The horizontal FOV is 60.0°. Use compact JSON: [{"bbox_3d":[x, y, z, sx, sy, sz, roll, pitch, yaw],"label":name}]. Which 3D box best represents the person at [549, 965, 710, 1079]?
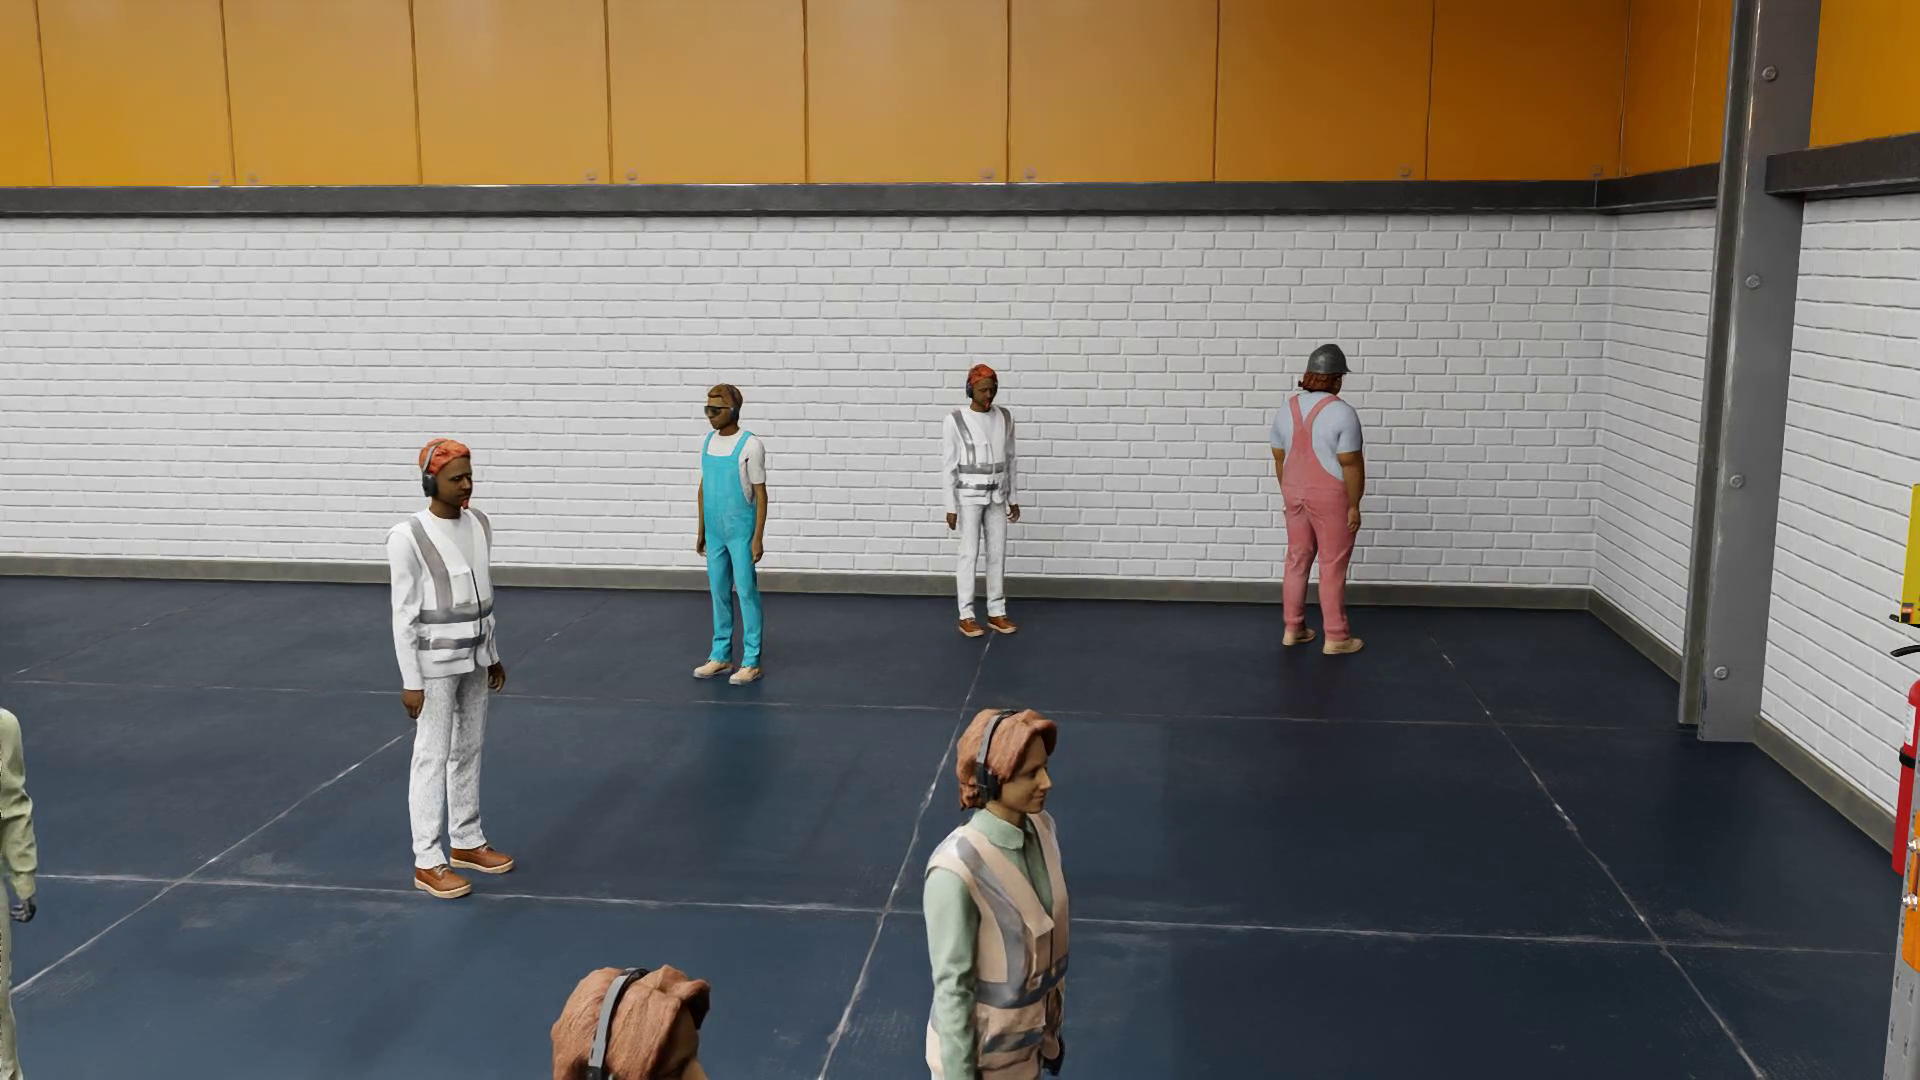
[{"bbox_3d":[-0.474,1.413,2.471,0.308,1.641,0.511,2,10,9],"label":"person"}]

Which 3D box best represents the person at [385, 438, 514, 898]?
[{"bbox_3d":[-2.109,0.517,6.900,0.337,1.882,0.584,4,11,22],"label":"person"}]

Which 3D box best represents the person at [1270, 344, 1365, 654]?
[{"bbox_3d":[2.422,-0.281,11.020,0.535,2.000,0.673,-8,13,-38],"label":"person"}]

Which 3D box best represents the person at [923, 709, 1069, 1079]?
[{"bbox_3d":[0.086,1.180,3.798,0.313,1.642,0.513,5,11,27],"label":"person"}]

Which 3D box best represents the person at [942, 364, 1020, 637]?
[{"bbox_3d":[0.148,-0.269,11.435,0.584,1.879,0.374,-6,12,-32],"label":"person"}]

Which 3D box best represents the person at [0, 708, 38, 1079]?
[{"bbox_3d":[-2.911,1.023,4.754,0.504,1.628,0.278,-9,13,-40],"label":"person"}]

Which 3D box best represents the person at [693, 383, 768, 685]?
[{"bbox_3d":[-1.410,-0.037,10.184,0.520,1.844,0.331,7,12,33],"label":"person"}]
